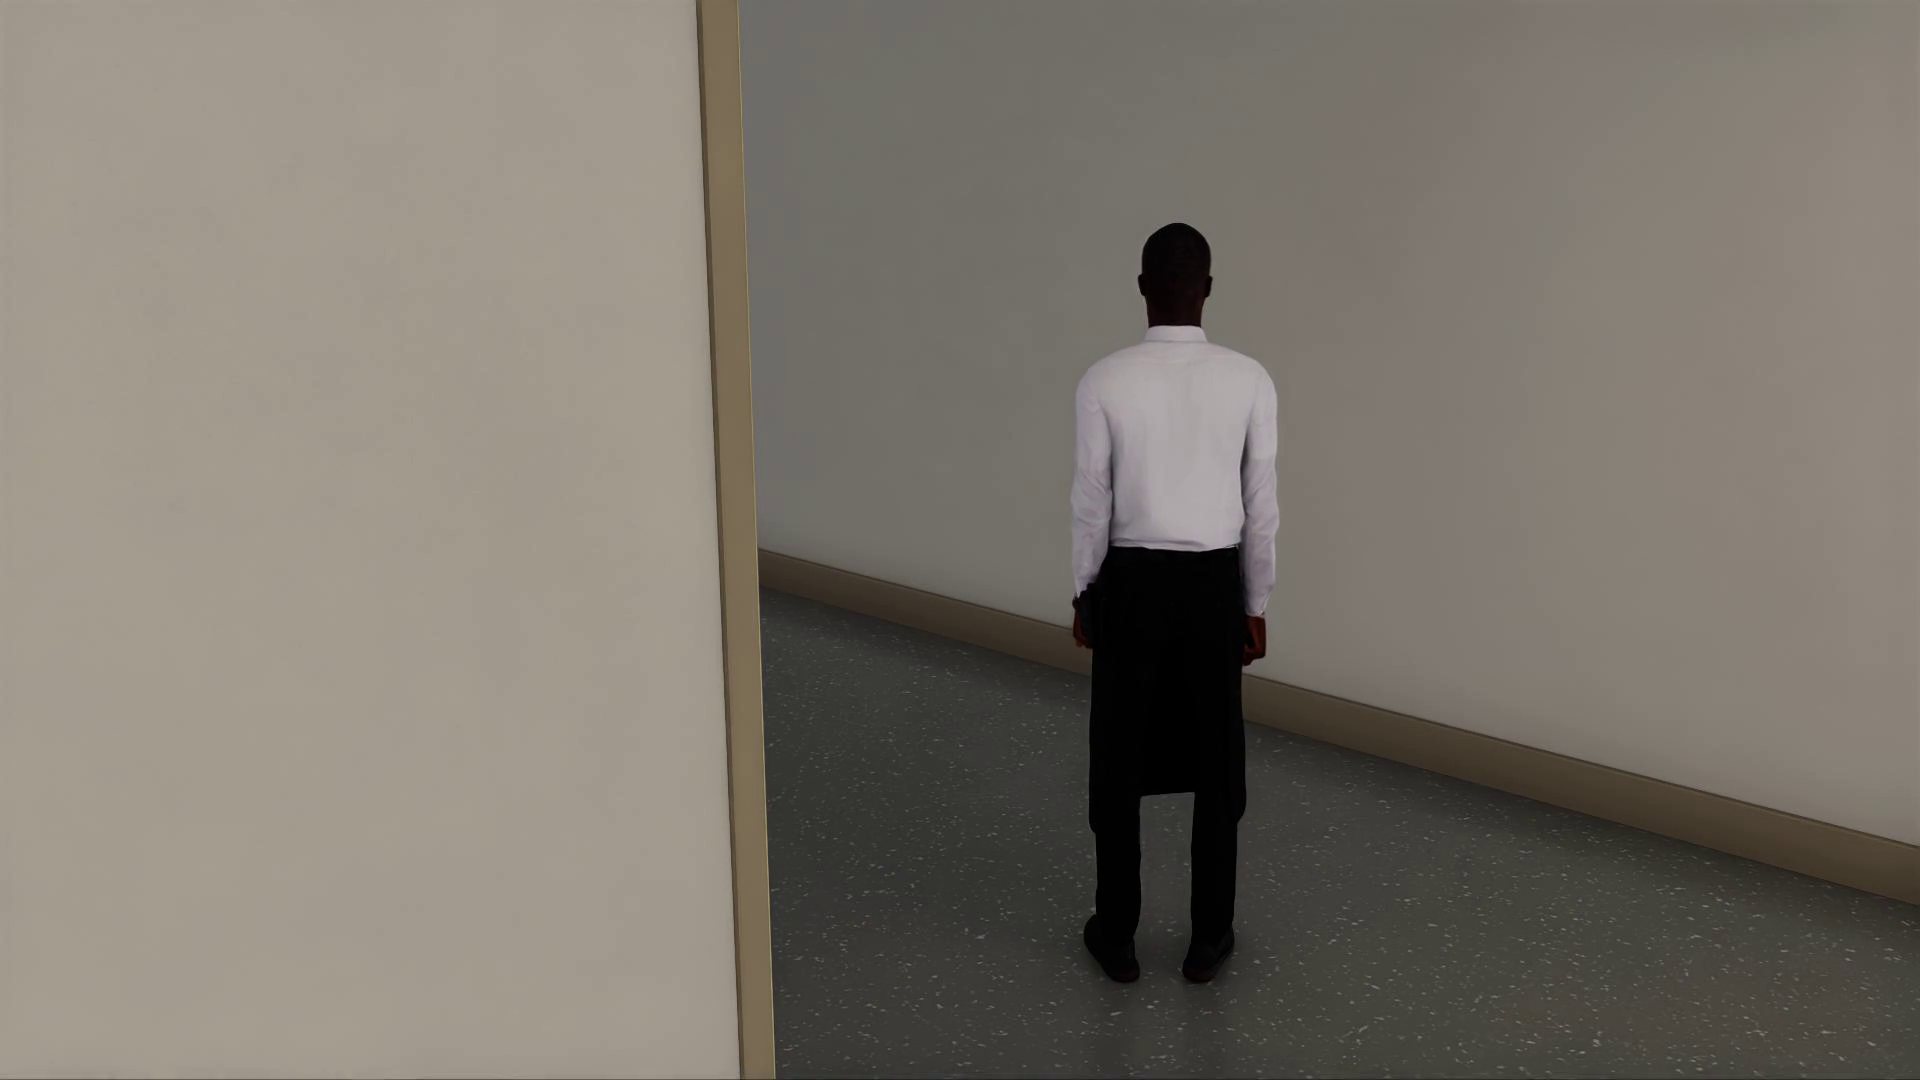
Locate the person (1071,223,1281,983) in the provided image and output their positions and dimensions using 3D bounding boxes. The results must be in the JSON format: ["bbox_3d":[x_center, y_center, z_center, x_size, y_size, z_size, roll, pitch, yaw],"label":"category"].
[{"bbox_3d":[0.495,0.175,3.964,0.716,1.836,0.739,1,16,3],"label":"person"}]
